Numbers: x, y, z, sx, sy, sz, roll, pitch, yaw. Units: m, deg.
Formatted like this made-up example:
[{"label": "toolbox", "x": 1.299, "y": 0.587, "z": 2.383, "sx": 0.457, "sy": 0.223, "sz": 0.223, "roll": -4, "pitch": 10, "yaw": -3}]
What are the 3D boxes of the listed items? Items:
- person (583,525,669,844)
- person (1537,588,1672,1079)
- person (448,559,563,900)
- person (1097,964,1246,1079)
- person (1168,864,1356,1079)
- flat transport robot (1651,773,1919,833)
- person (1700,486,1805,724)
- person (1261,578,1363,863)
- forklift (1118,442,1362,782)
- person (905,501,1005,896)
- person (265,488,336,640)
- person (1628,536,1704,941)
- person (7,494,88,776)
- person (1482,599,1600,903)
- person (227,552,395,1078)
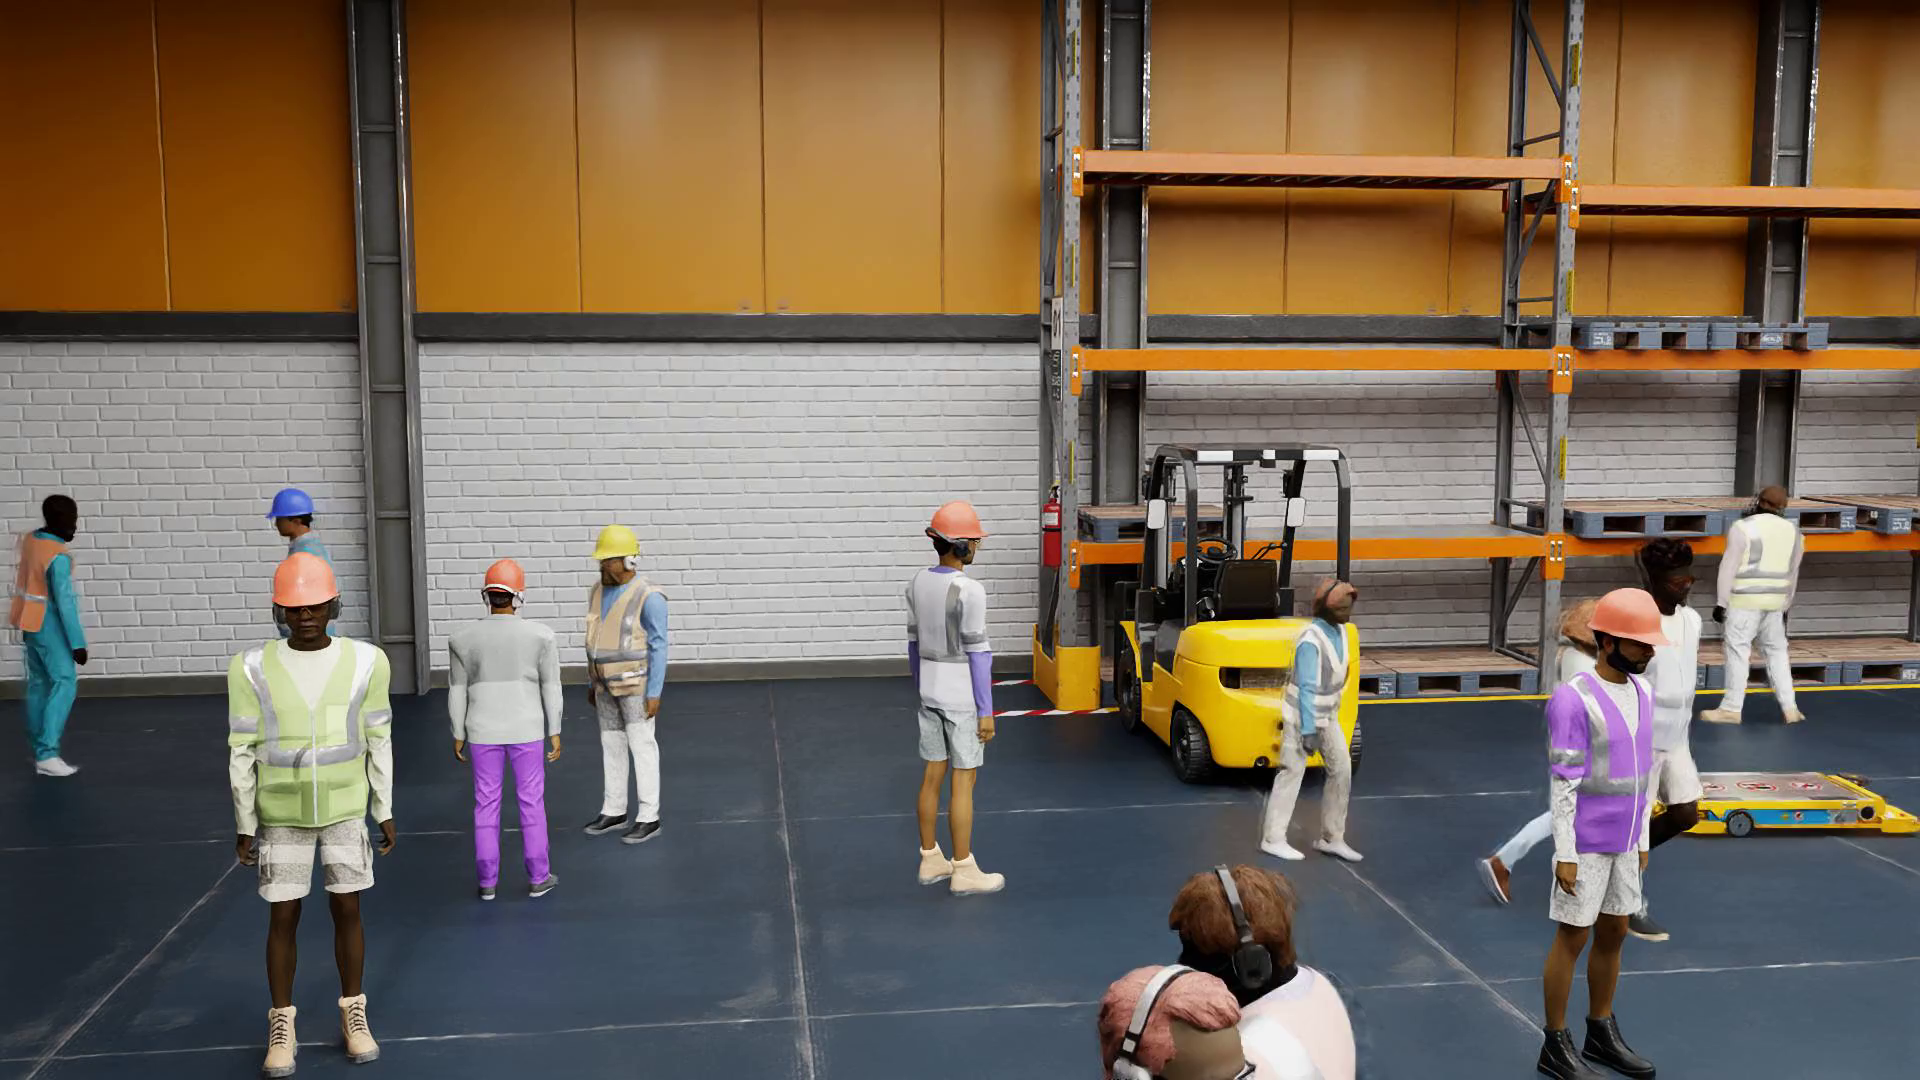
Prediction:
[{"label": "person", "x": -1.943, "y": 0.820, "z": 9.560, "sx": 0.600, "sy": 1.827, "sz": 0.404, "roll": 5, "pitch": 8, "yaw": 37}, {"label": "person", "x": 2.484, "y": 1.136, "z": 6.370, "sx": 0.546, "sy": 1.929, "sz": 0.390, "roll": -4, "pitch": 8, "yaw": -32}, {"label": "person", "x": -2.335, "y": 0.968, "z": 8.587, "sx": 0.573, "sy": 1.749, "sz": 0.343, "roll": -1, "pitch": 7, "yaw": -7}, {"label": "person", "x": 0.293, "y": 1.581, "z": 2.624, "sx": 0.652, "sy": 1.898, "sz": 0.404, "roll": -6, "pitch": 9, "yaw": -44}, {"label": "person", "x": 0.633, "y": 1.546, "z": 3.396, "sx": 0.896, "sy": 1.804, "sz": 0.622, "roll": 2, "pitch": 7, "yaw": 18}, {"label": "flat transport robot", "x": 4.809, "y": 1.554, "z": 9.888, "sx": 1.431, "sy": 0.197, "sz": 0.652, "roll": 0, "pitch": 7, "yaw": -1}, {"label": "person", "x": 6.016, "y": 0.499, "z": 12.485, "sx": 0.724, "sy": 1.809, "sz": 0.504, "roll": -2, "pitch": 7, "yaw": -16}, {"label": "person", "x": 1.935, "y": 0.987, "z": 9.062, "sx": 0.650, "sy": 1.595, "sz": 0.534, "roll": 5, "pitch": 8, "yaw": 38}, {"label": "forklift", "x": 1.912, "y": 0.418, "z": 11.496, "sx": 1.214, "sy": 2.155, "sz": 2.313, "roll": -1, "pitch": 7, "yaw": -8}, {"label": "person", "x": -0.027, "y": 0.816, "z": 8.664, "sx": 0.371, "sy": 2.044, "sz": 0.607, "roll": -5, "pitch": 8, "yaw": -39}, {"label": "person", "x": -4.225, "y": 0.632, "z": 10.708, "sx": 0.403, "sy": 1.946, "sz": 0.622, "roll": -3, "pitch": 7, "yaw": -21}, {"label": "person", "x": 3.312, "y": 0.938, "z": 8.018, "sx": 0.614, "sy": 1.953, "sz": 0.467, "roll": -3, "pitch": 7, "yaw": -25}, {"label": "person", "x": -6.131, "y": 0.625, "z": 11.125, "sx": 0.701, "sy": 1.875, "sz": 0.378, "roll": 5, "pitch": 8, "yaw": 39}, {"label": "person", "x": 3.023, "y": 1.077, "z": 8.260, "sx": 0.711, "sy": 1.608, "sz": 0.506, "roll": 1, "pitch": 7, "yaw": 6}, {"label": "person", "x": -2.528, "y": 1.060, "z": 6.526, "sx": 0.605, "sy": 2.045, "sz": 0.376, "roll": -3, "pitch": 7, "yaw": -25}]
